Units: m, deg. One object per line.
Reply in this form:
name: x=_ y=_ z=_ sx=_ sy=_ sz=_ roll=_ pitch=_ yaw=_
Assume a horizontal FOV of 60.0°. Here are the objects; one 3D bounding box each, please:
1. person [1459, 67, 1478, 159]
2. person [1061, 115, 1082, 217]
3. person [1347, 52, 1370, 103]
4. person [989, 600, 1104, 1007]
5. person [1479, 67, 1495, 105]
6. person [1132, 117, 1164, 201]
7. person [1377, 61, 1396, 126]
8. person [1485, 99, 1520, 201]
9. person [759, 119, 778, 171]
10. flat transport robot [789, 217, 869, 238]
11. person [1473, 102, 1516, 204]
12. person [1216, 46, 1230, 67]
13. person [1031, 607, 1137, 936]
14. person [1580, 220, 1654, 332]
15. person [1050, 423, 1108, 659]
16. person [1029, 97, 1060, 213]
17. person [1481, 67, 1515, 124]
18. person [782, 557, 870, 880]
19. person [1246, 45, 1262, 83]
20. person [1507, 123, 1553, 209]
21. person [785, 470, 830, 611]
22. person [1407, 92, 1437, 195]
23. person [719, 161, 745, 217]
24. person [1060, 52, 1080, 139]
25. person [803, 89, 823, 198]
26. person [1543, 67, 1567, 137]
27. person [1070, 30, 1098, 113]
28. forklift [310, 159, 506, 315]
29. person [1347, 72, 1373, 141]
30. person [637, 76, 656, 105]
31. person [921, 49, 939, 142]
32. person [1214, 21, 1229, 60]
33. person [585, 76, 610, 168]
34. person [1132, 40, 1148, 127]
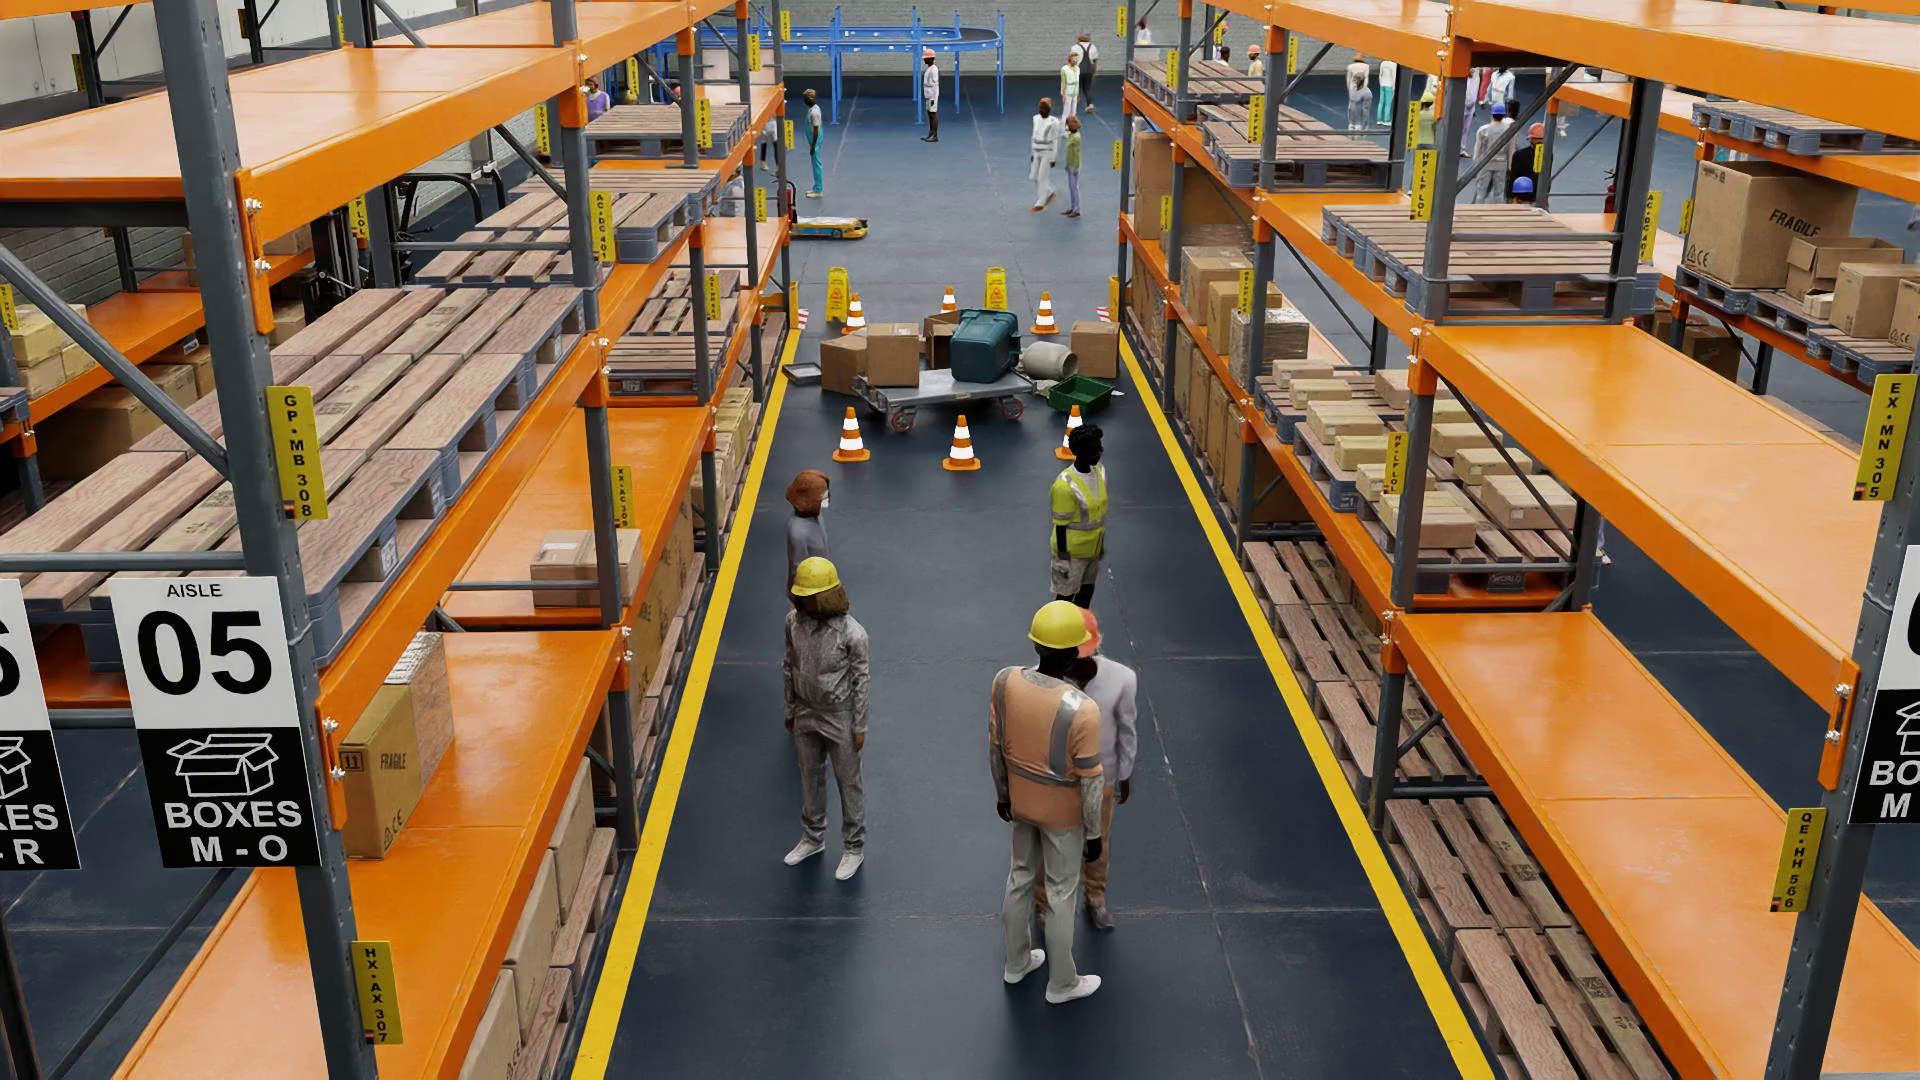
person: x=10.100 y=-8.598 z=33.266 sx=0.638 sy=1.911 sz=0.406 roll=-14 pitch=25 yaw=-32
person: x=1.826 y=-6.052 z=26.934 sx=0.276 sy=1.628 sz=0.503 roll=-4 pitch=21 yaw=-10
person: x=9.302 y=-10.588 z=38.942 sx=0.514 sy=1.609 sz=0.564 roll=10 pitch=23 yaw=24
person: x=0.403 y=1.168 z=7.423 sx=0.595 sy=1.925 sz=0.374 roll=18 pitch=27 yaw=39
person: x=13.564 y=-12.064 z=42.617 sx=0.533 sy=1.772 sz=0.298 roll=-18 pitch=27 yaw=-40
person: x=3.200 y=-6.680 z=28.307 sx=0.619 sy=1.836 sz=0.431 roll=-10 pitch=23 yaw=-24
person: x=9.885 y=-10.463 z=38.391 sx=0.320 sy=1.769 sz=0.523 roll=-10 pitch=23 yaw=-25
person: x=8.825 y=-6.174 z=26.945 sx=0.975 sy=1.855 sz=0.715 roll=2 pitch=21 yaw=4
person: x=-3.604 y=-7.793 z=31.507 sx=0.525 sy=1.642 sz=0.843 roll=-11 pitch=23 yaw=-26
flat transport robot: x=-2.154 y=-4.808 z=25.524 sx=1.431 sy=0.197 sz=0.652 roll=2 pitch=21 yaw=6
person: x=8.282 y=-5.804 z=25.849 sx=0.601 sy=1.938 sz=0.420 roll=3 pitch=21 yaw=9
person: x=5.761 y=-9.931 z=36.796 sx=0.407 sy=1.908 sz=0.597 roll=-6 pitch=22 yaw=-15
person: x=0.551 y=1.101 z=7.876 sx=0.568 sy=1.729 sz=0.446 roll=0 pitch=21 yaw=0
person: x=6.299 y=-2.122 z=15.964 sx=0.683 sy=2.000 sz=0.537 roll=-2 pitch=21 yaw=-5
person: x=0.764 y=0.058 z=10.691 sx=0.319 sy=1.692 sz=0.537 roll=15 pitch=25 yaw=34
person: x=1.397 y=-6.319 z=27.303 sx=0.533 sy=1.863 sz=0.622 roll=-16 pitch=26 yaw=-35
person: x=11.247 y=-9.126 z=34.711 sx=0.961 sy=1.879 sz=0.600 roll=-9 pitch=22 yaw=-21
person: x=-0.689 y=0.896 z=8.399 sx=0.492 sy=1.742 sz=0.323 roll=11 pitch=23 yaw=27
person: x=6.501 y=-10.007 z=36.968 sx=0.390 sy=1.930 sz=0.540 roll=-1 pitch=21 yaw=-4
person: x=7.841 y=-4.729 z=22.917 sx=0.622 sy=1.994 sz=0.381 roll=-4 pitch=21 yaw=-9
person: x=-0.902 y=0.345 z=10.026 sx=0.282 sy=1.624 sz=0.508 roll=3 pitch=21 yaw=7
person: x=8.062 y=-6.881 z=28.923 sx=0.532 sy=1.770 sz=0.306 roll=4 pitch=21 yaw=11
person: x=-2.868 y=-4.017 z=21.275 sx=0.403 sy=1.823 sz=0.586 roll=-2 pitch=21 yaw=-6
person: x=2.392 y=-9.691 z=36.254 sx=0.390 sy=1.837 sz=0.573 roll=17 pitch=27 yaw=38
person: x=-2.530 y=-6.844 z=28.725 sx=0.345 sy=1.840 sz=0.504 roll=-2 pitch=21 yaw=-5
person: x=13.193 y=-9.885 z=36.481 sx=0.674 sy=2.000 sz=0.536 roll=-1 pitch=21 yaw=-2
person: x=2.999 y=-11.464 z=40.656 sx=0.721 sy=2.000 sz=0.634 roll=-7 pitch=22 yaw=-17
forklift: x=-5.622 y=-2.910 z=17.832 sx=2.313 sy=2.155 sz=1.214 roll=-1 pitch=21 yaw=-1
person: x=7.371 y=-7.688 z=30.838 sx=0.378 sy=1.929 sz=0.635 roll=-6 pitch=22 yaw=-16
person: x=-6.828 y=-9.453 z=35.922 sx=0.439 sy=1.624 sz=0.517 roll=17 pitch=26 yaw=37
person: x=-0.640 y=-9.547 z=35.732 sx=0.355 sy=1.939 sz=0.544 roll=-6 pitch=21 yaw=-15
person: x=6.739 y=-12.406 z=43.140 sx=0.373 sy=2.042 sz=0.614 roll=1 pitch=21 yaw=3
person: x=-6.765 y=-7.711 z=31.018 sx=0.563 sy=1.837 sz=0.388 roll=7 pitch=22 yaw=17
person: x=4.191 y=-10.496 z=38.254 sx=0.587 sy=1.928 sz=0.362 roll=-8 pitch=22 yaw=-19
